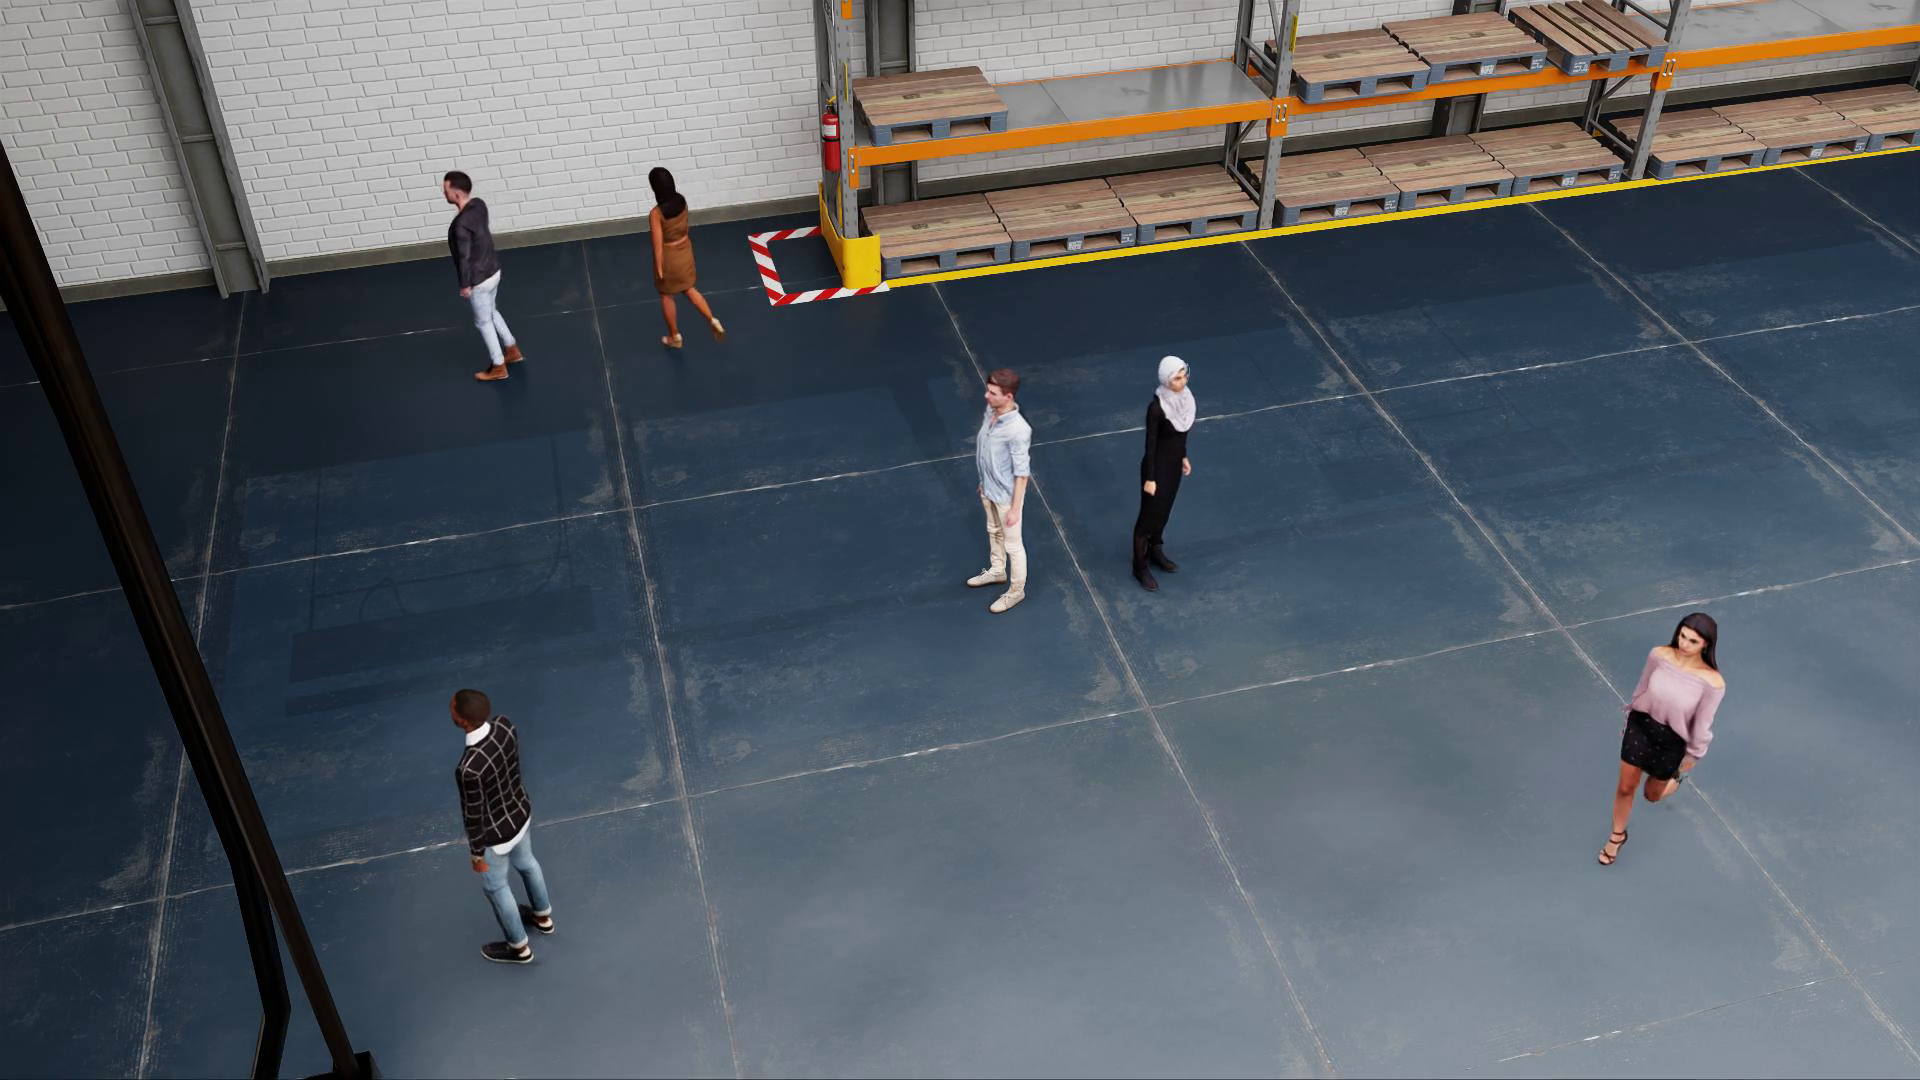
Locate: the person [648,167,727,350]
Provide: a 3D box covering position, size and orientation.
[{"bbox_3d":[-2.273,-2.256,13.599,0.942,1.672,0.905,22,44,26],"label":"person"}]

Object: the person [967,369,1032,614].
[{"bbox_3d":[0.286,-0.343,11.063,0.613,1.847,0.698,-18,42,-21],"label":"person"}]

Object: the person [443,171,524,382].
[{"bbox_3d":[-3.805,-2.120,13.301,0.724,1.832,0.760,4,39,5],"label":"person"}]

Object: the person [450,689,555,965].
[{"bbox_3d":[-2.403,1.499,8.780,0.772,1.817,0.773,10,40,13],"label":"person"}]

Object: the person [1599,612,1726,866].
[{"bbox_3d":[3.944,1.090,9.308,1.014,1.798,0.865,-29,47,-31],"label":"person"}]

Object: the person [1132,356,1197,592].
[{"bbox_3d":[1.365,-0.473,11.281,0.748,1.779,0.645,30,47,32],"label":"person"}]
